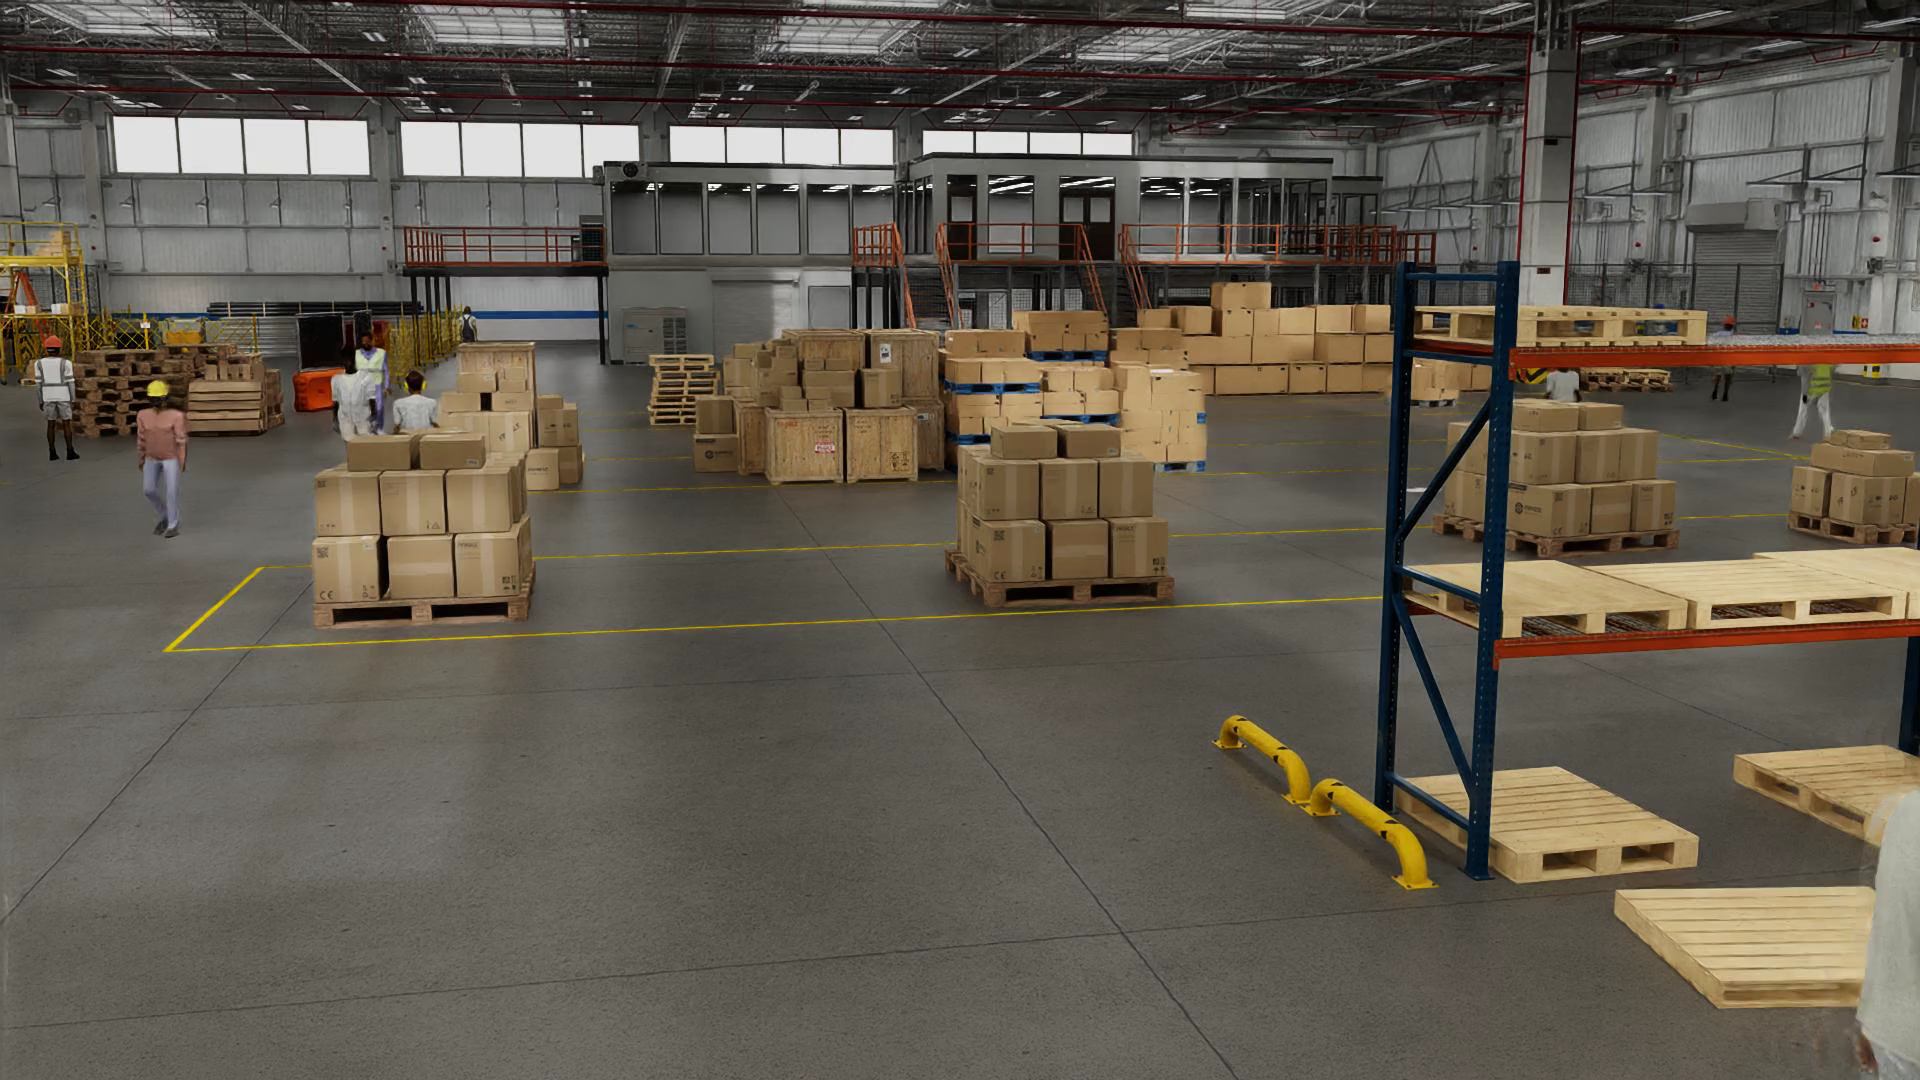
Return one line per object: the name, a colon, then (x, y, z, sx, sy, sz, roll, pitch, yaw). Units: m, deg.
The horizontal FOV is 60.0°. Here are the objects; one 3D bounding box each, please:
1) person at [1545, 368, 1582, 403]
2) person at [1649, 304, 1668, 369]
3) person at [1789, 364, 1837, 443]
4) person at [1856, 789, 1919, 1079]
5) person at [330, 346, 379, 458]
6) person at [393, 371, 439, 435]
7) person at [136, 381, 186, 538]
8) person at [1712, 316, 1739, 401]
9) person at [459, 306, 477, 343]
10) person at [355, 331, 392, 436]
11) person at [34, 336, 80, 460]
person: (8.721, -1.831, 24.044, 0.523, 1.818, 0.980, -3, 10, -15)
person: (20.606, -5.991, 49.024, 0.639, 1.926, 0.464, -2, 9, -11)
person: (14.639, -2.534, 28.405, 0.630, 1.799, 0.972, -1, 9, -5)
person: (2.503, 1.341, 4.453, 0.885, 1.909, 0.637, 3, 10, 19)
person: (-8.235, -1.669, 22.634, 0.632, 1.942, 0.459, -1, 9, -6)
person: (-6.179, -0.993, 18.858, 0.530, 1.828, 0.879, -5, 10, -26)
person: (-8.864, -0.892, 18.463, 0.550, 1.751, 0.368, -1, 9, -4)
person: (17.136, -4.056, 37.275, 0.559, 1.914, 0.541, 7, 12, 36)
person: (-14.808, -6.125, 50.106, 0.508, 1.844, 0.332, 0, 9, -1)
person: (-10.212, -2.661, 28.817, 0.640, 1.895, 0.598, -2, 9, -10)
person: (-14.083, -2.208, 25.945, 0.552, 1.936, 0.360, -2, 10, -13)
